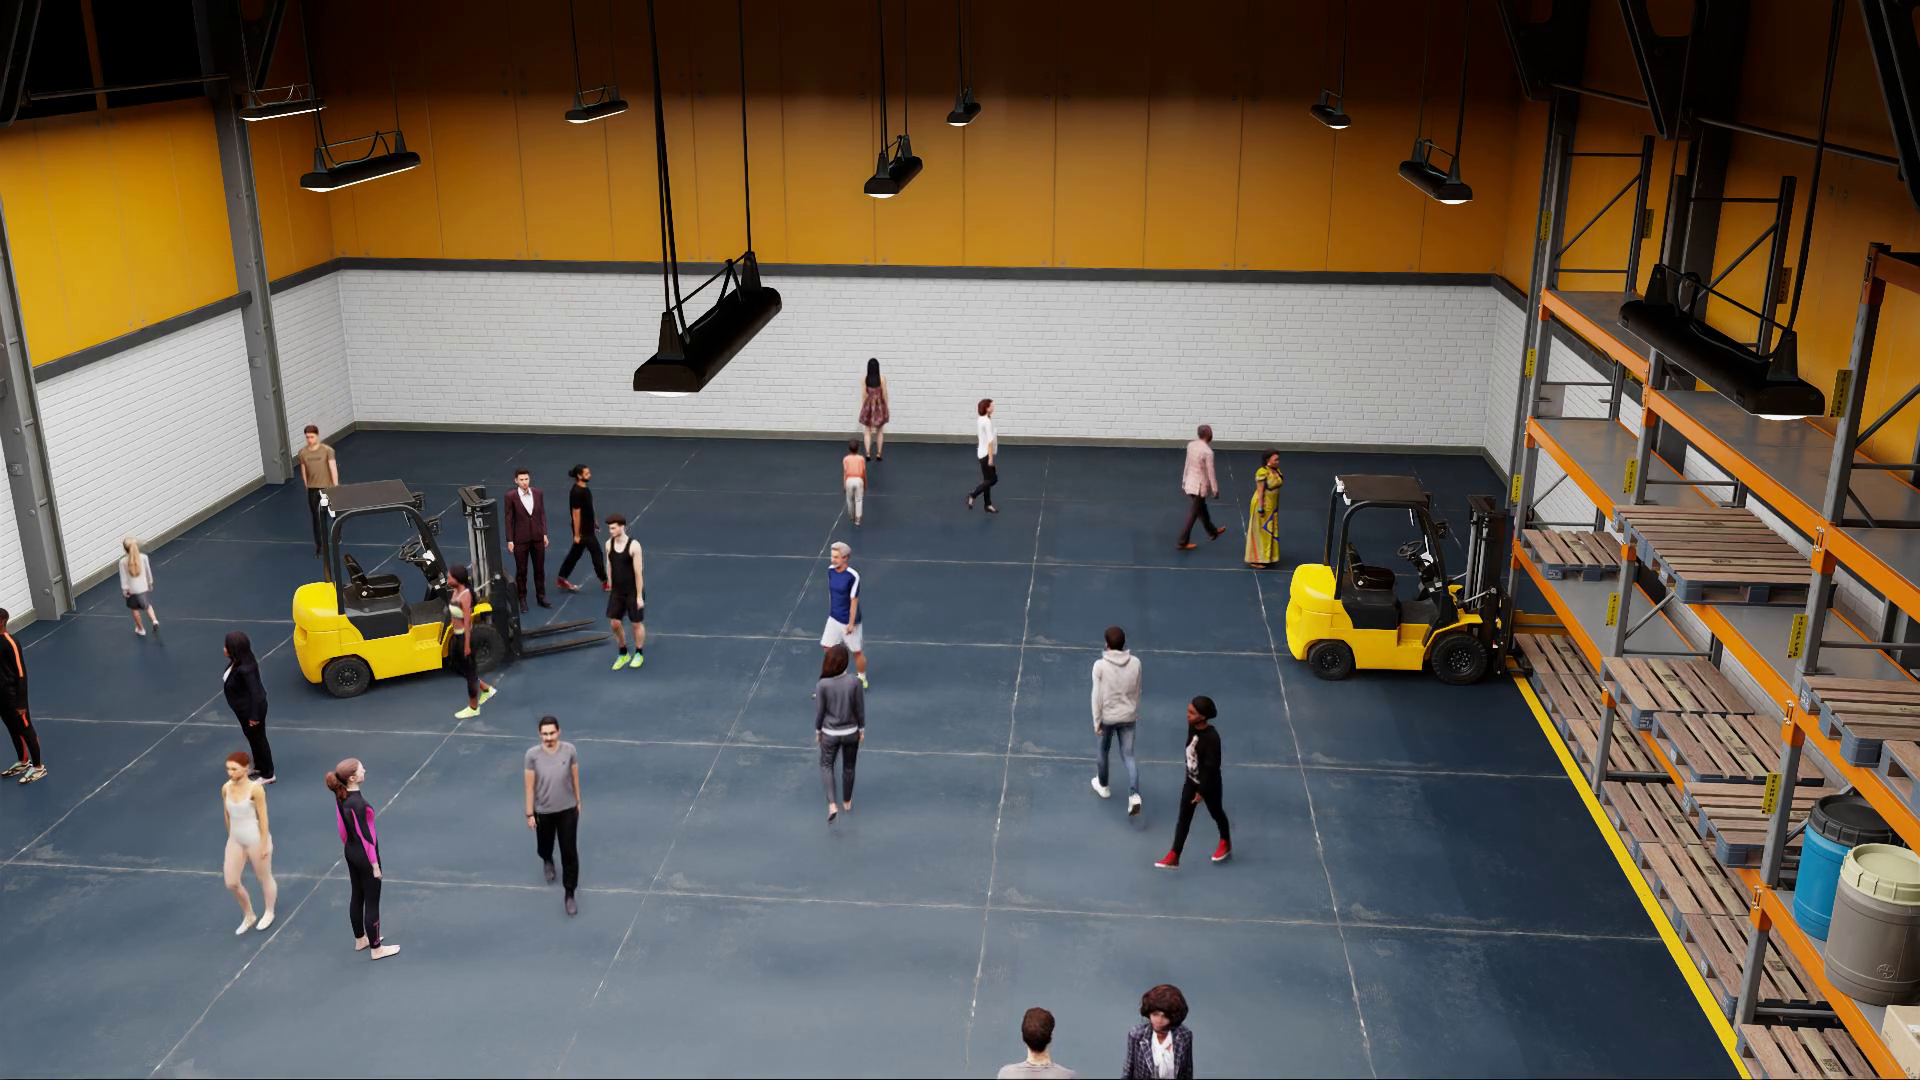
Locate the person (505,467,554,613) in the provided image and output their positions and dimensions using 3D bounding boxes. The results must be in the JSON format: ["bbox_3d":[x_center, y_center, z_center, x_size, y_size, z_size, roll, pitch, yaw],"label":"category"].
[{"bbox_3d":[-5.463,-0.030,21.031,0.778,1.864,0.811,-12,22,-32],"label":"person"}]

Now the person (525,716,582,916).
[{"bbox_3d":[-3.502,2.292,14.349,0.922,1.727,1.184,-6,19,-16],"label":"person"}]

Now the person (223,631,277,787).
[{"bbox_3d":[-7.014,1.651,16.430,0.831,1.615,0.761,-13,23,-34],"label":"person"}]

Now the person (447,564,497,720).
[{"bbox_3d":[-5.240,1.072,17.941,0.813,1.747,0.768,-9,21,-26],"label":"person"}]

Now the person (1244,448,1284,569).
[{"bbox_3d":[4.161,-0.457,22.625,1.067,1.656,0.952,14,23,35],"label":"person"}]

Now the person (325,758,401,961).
[{"bbox_3d":[-4.859,2.566,13.496,0.671,1.752,0.719,16,24,39],"label":"person"}]

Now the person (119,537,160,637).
[{"bbox_3d":[-9.957,0.578,20.162,0.750,1.267,0.702,17,25,42],"label":"person"}]

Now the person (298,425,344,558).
[{"bbox_3d":[-8.856,-0.730,23.189,0.914,1.814,1.303,-4,19,-11],"label":"person"}]

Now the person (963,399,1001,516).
[{"bbox_3d":[0.310,-1.208,24.656,0.828,1.783,0.838,-5,19,-13],"label":"person"}]

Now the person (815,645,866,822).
[{"bbox_3d":[-1.125,1.837,15.660,0.760,1.754,0.979,-3,19,-8],"label":"person"}]

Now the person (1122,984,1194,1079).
[{"bbox_3d":[1.248,3.574,10.588,0.641,1.698,0.585,-1,19,-4],"label":"person"}]

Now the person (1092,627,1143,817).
[{"bbox_3d":[1.530,1.740,15.840,0.904,1.822,1.257,-4,19,-12],"label":"person"}]

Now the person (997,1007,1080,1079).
[{"bbox_3d":[0.449,3.717,9.872,0.696,1.885,0.905,1,19,3],"label":"person"}]

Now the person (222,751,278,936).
[{"bbox_3d":[-5.904,2.485,13.925,0.586,1.632,0.591,3,19,7],"label":"person"}]

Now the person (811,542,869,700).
[{"bbox_3d":[-1.211,0.867,18.461,0.940,1.804,1.074,12,22,33],"label":"person"}]

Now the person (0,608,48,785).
[{"bbox_3d":[-9.412,1.522,16.509,0.706,1.808,0.693,12,22,31],"label":"person"}]

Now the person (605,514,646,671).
[{"bbox_3d":[-3.814,0.562,19.262,0.766,1.871,0.742,4,19,13],"label":"person"}]

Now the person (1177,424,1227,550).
[{"bbox_3d":[3.260,-0.706,23.196,1.141,1.764,1.205,-9,20,-24],"label":"person"}]

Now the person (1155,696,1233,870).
[{"bbox_3d":[2.245,2.169,14.874,1.109,1.627,1.100,-13,23,-34],"label":"person"}]

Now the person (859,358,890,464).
[{"bbox_3d":[-1.398,-2.128,27.403,0.674,1.773,0.661,0,19,0],"label":"person"}]

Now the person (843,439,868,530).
[{"bbox_3d":[-1.532,-0.813,24.235,0.599,1.303,0.932,-1,19,-3],"label":"person"}]

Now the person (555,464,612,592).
[{"bbox_3d":[-4.963,-0.127,21.545,0.859,1.719,1.130,-2,19,-6],"label":"person"}]
